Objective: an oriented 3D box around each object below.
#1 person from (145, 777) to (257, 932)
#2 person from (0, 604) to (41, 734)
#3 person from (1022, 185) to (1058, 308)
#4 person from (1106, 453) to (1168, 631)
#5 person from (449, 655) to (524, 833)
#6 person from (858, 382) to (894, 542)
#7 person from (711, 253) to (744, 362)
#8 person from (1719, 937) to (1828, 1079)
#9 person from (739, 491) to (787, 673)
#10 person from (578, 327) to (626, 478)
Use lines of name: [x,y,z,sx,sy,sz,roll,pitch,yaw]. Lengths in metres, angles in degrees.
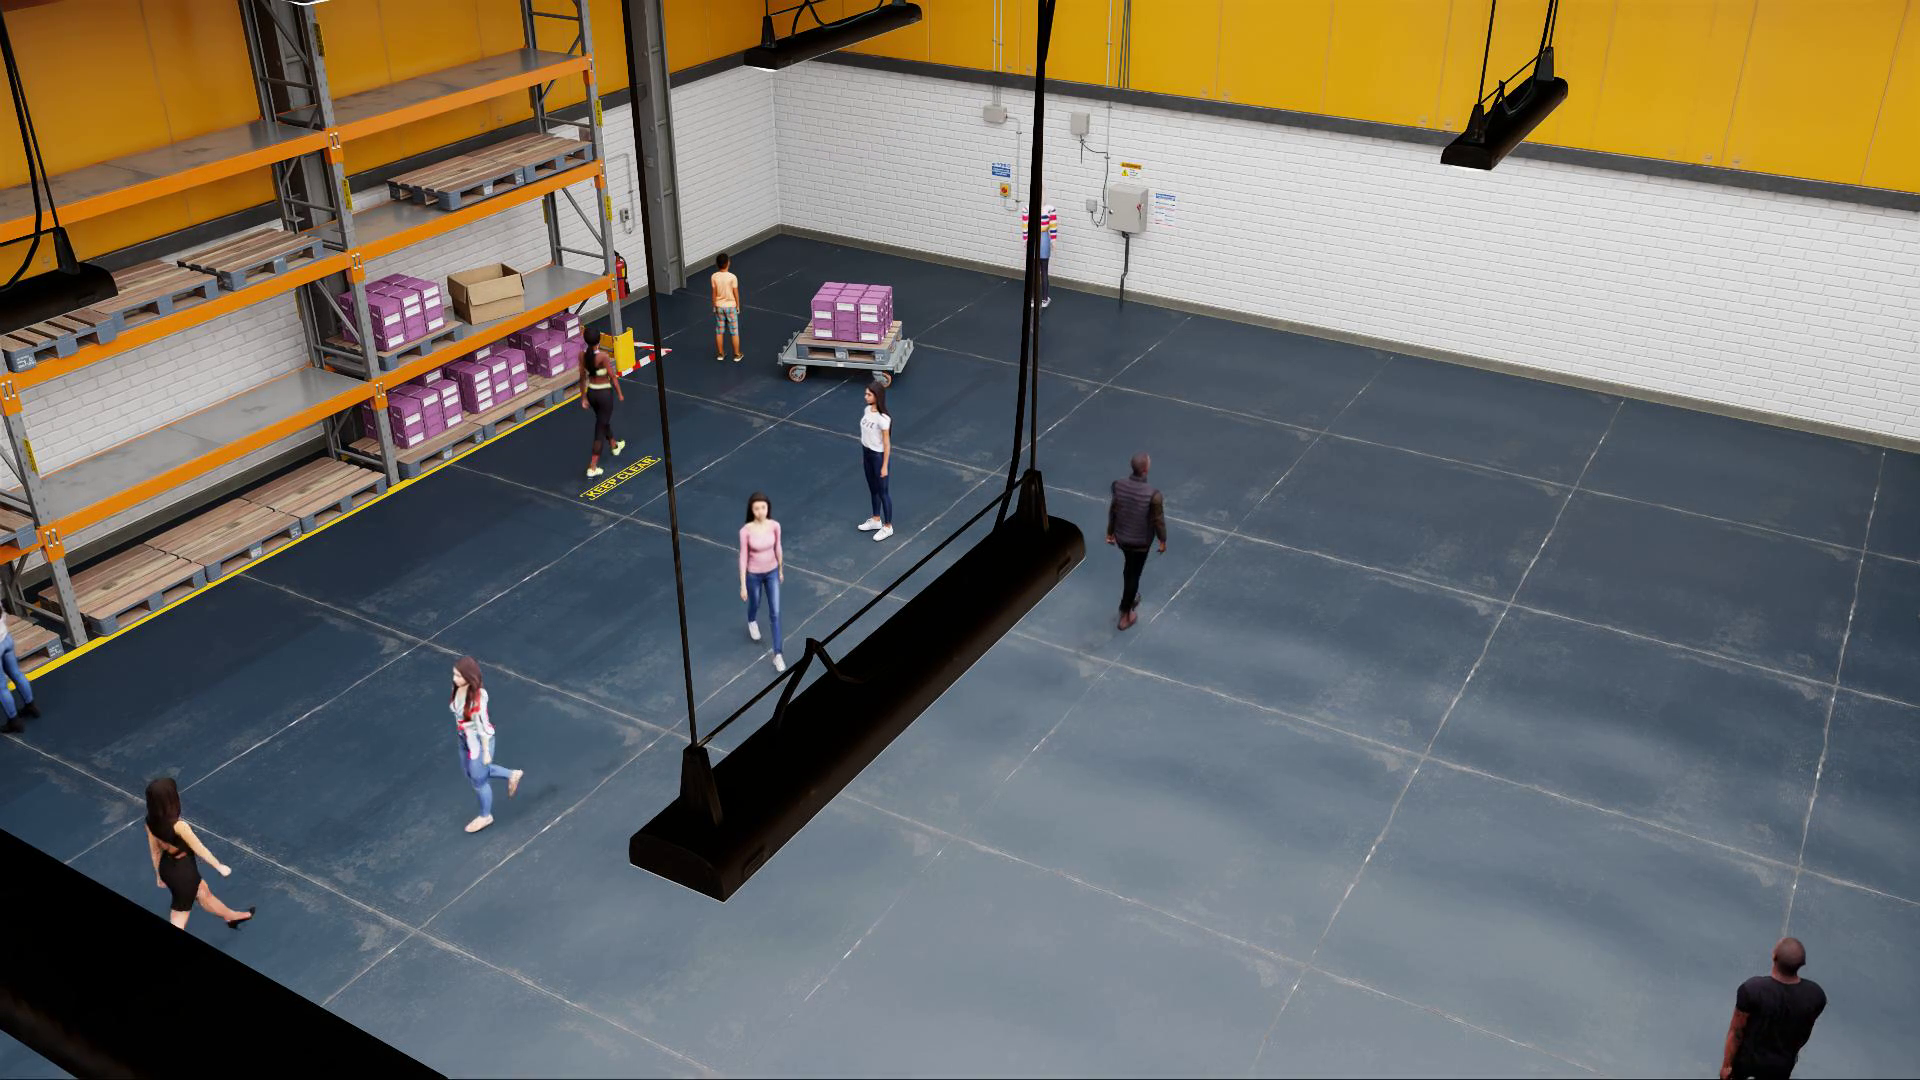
person: [-5.577,2.463,11.763,0.569,1.603,1.033,17,33,28]
person: [-8.424,0.937,14.532,0.735,1.631,0.590,3,29,5]
person: [1.128,-4.229,23.816,0.725,1.809,0.692,2,29,3]
person: [1.622,0.035,15.989,0.756,1.818,0.817,19,34,31]
person: [-3.813,1.593,13.362,0.901,1.599,0.724,-25,37,-38]
person: [-0.877,-0.852,17.661,0.654,1.774,0.664,-18,34,-30]
person: [-3.111,-3.094,22.103,0.581,1.457,0.583,3,29,6]
person: [4.911,3.254,10.142,0.971,1.767,1.311,5,29,9]
person: [-1.884,0.310,15.607,1.144,1.702,1.118,-11,30,-19]
person: [-4.147,-1.546,19.003,0.672,1.707,1.189,11,30,19]
